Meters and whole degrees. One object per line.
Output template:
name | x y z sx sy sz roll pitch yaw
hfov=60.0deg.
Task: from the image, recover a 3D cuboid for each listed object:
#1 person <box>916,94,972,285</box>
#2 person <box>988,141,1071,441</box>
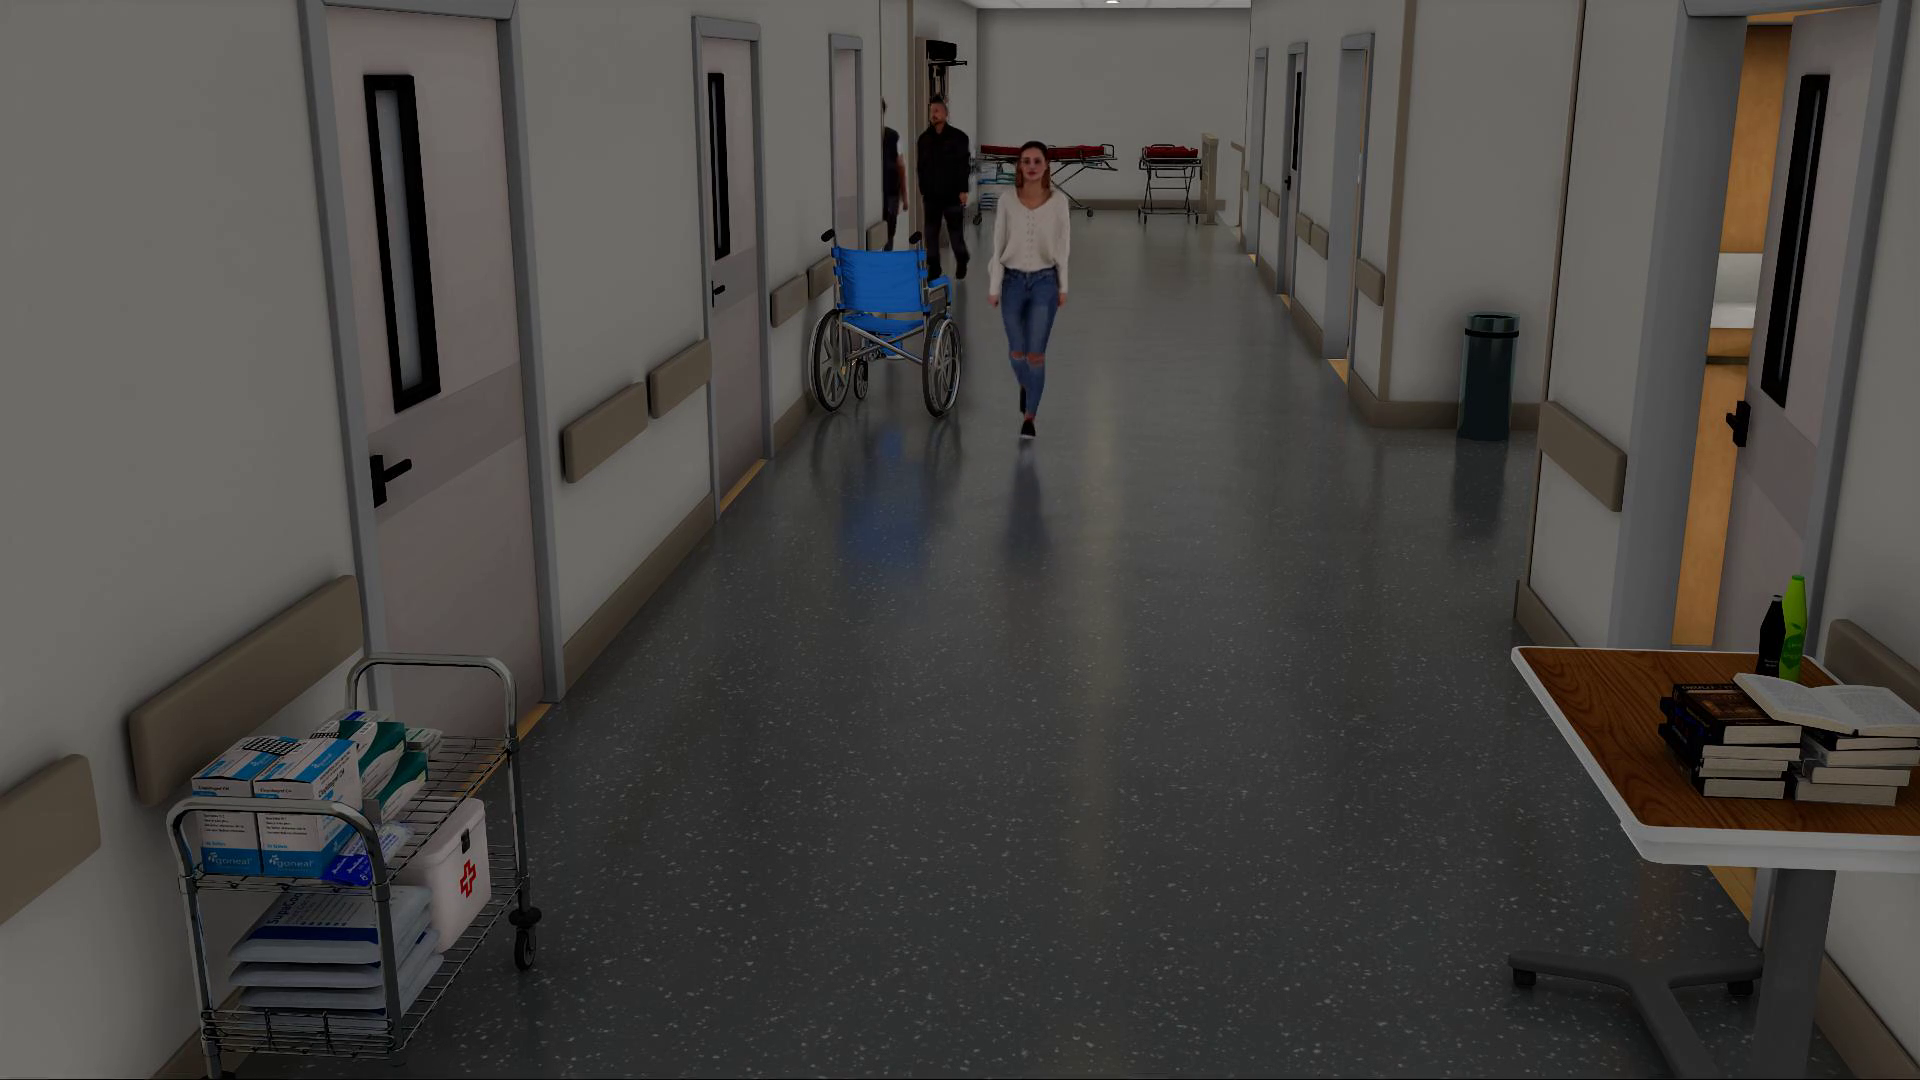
person | -0.136 -3.492 16.636 0.910 1.831 1.142 5 16 16
person | 0.394 -1.448 9.705 0.627 1.657 1.096 2 16 6
